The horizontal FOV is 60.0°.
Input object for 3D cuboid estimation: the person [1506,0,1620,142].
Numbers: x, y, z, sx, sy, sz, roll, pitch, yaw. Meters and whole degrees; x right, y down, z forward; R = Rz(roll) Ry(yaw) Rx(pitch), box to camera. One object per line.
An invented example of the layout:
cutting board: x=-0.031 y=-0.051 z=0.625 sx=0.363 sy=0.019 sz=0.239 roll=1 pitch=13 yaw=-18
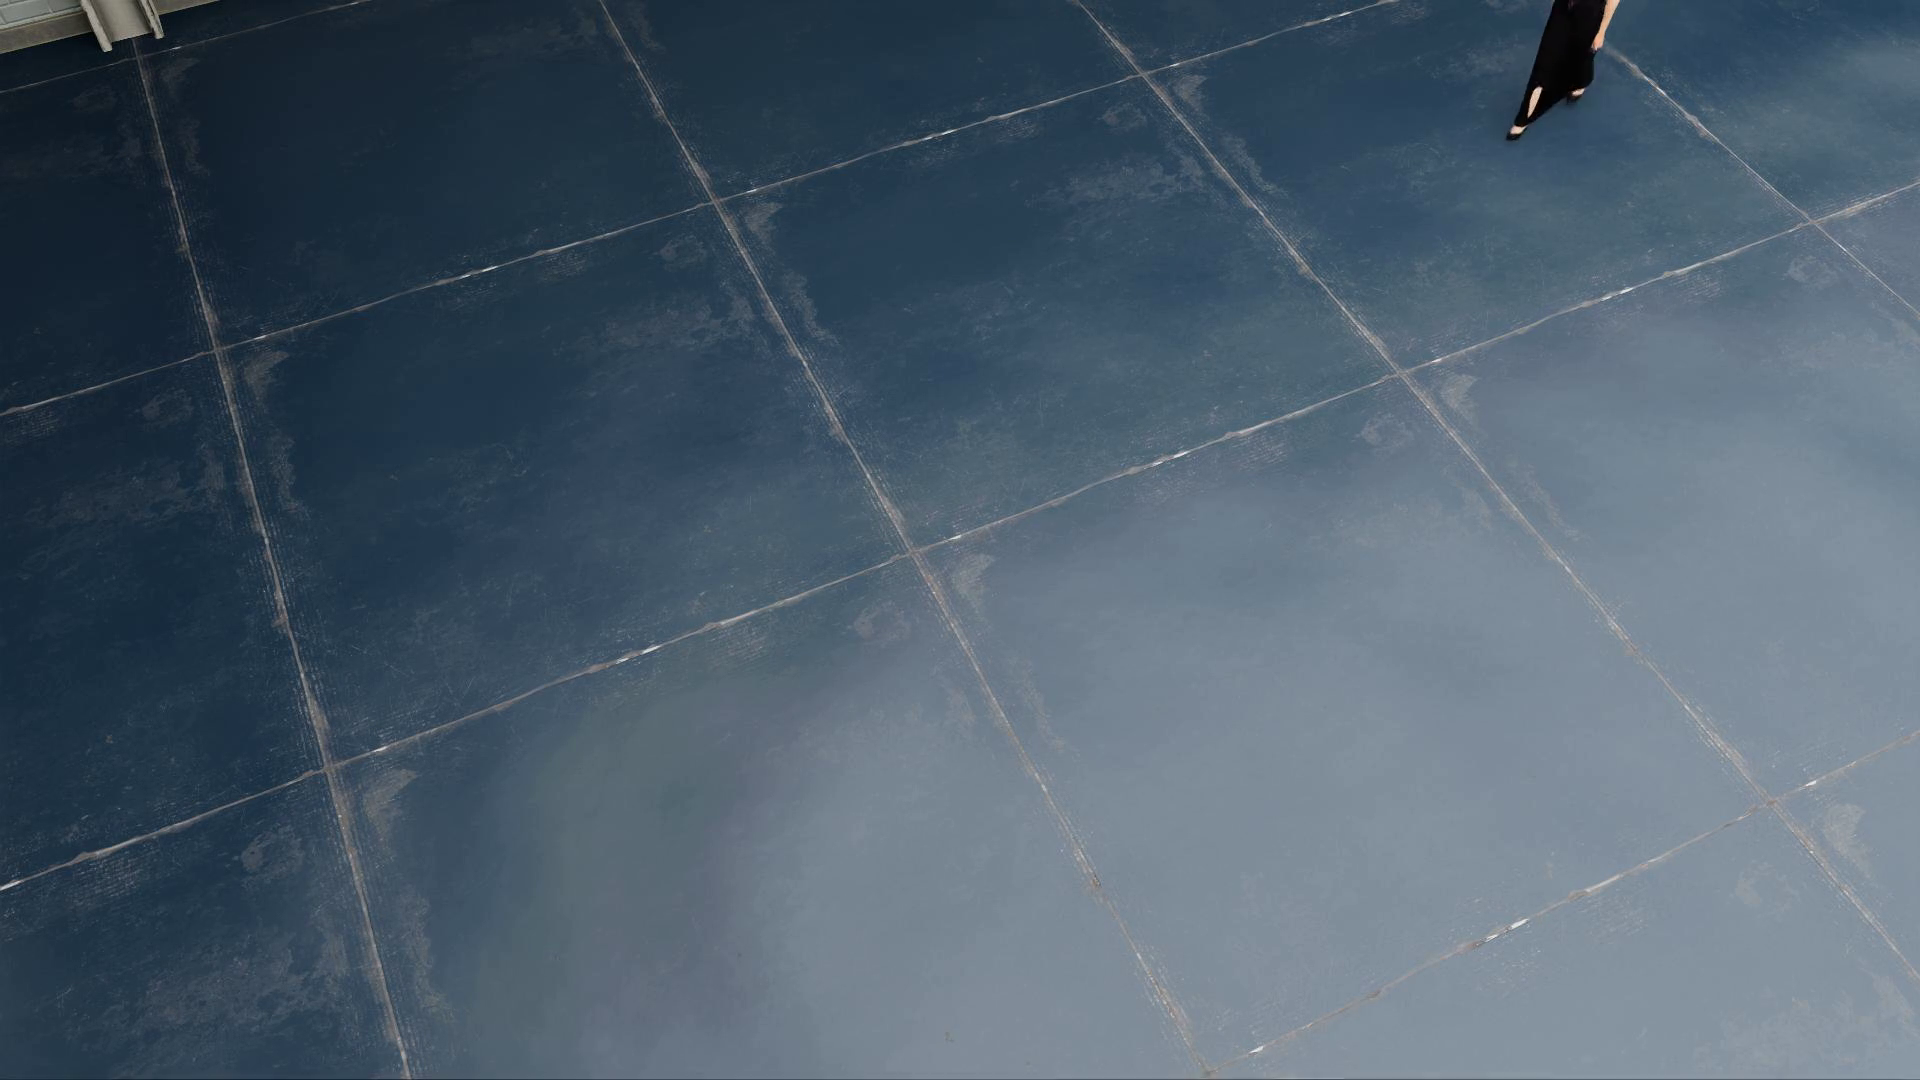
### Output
person: x=3.810 y=-3.204 z=10.110 sx=0.830 sy=1.562 sz=1.103 roll=36 pitch=60 yaw=25
